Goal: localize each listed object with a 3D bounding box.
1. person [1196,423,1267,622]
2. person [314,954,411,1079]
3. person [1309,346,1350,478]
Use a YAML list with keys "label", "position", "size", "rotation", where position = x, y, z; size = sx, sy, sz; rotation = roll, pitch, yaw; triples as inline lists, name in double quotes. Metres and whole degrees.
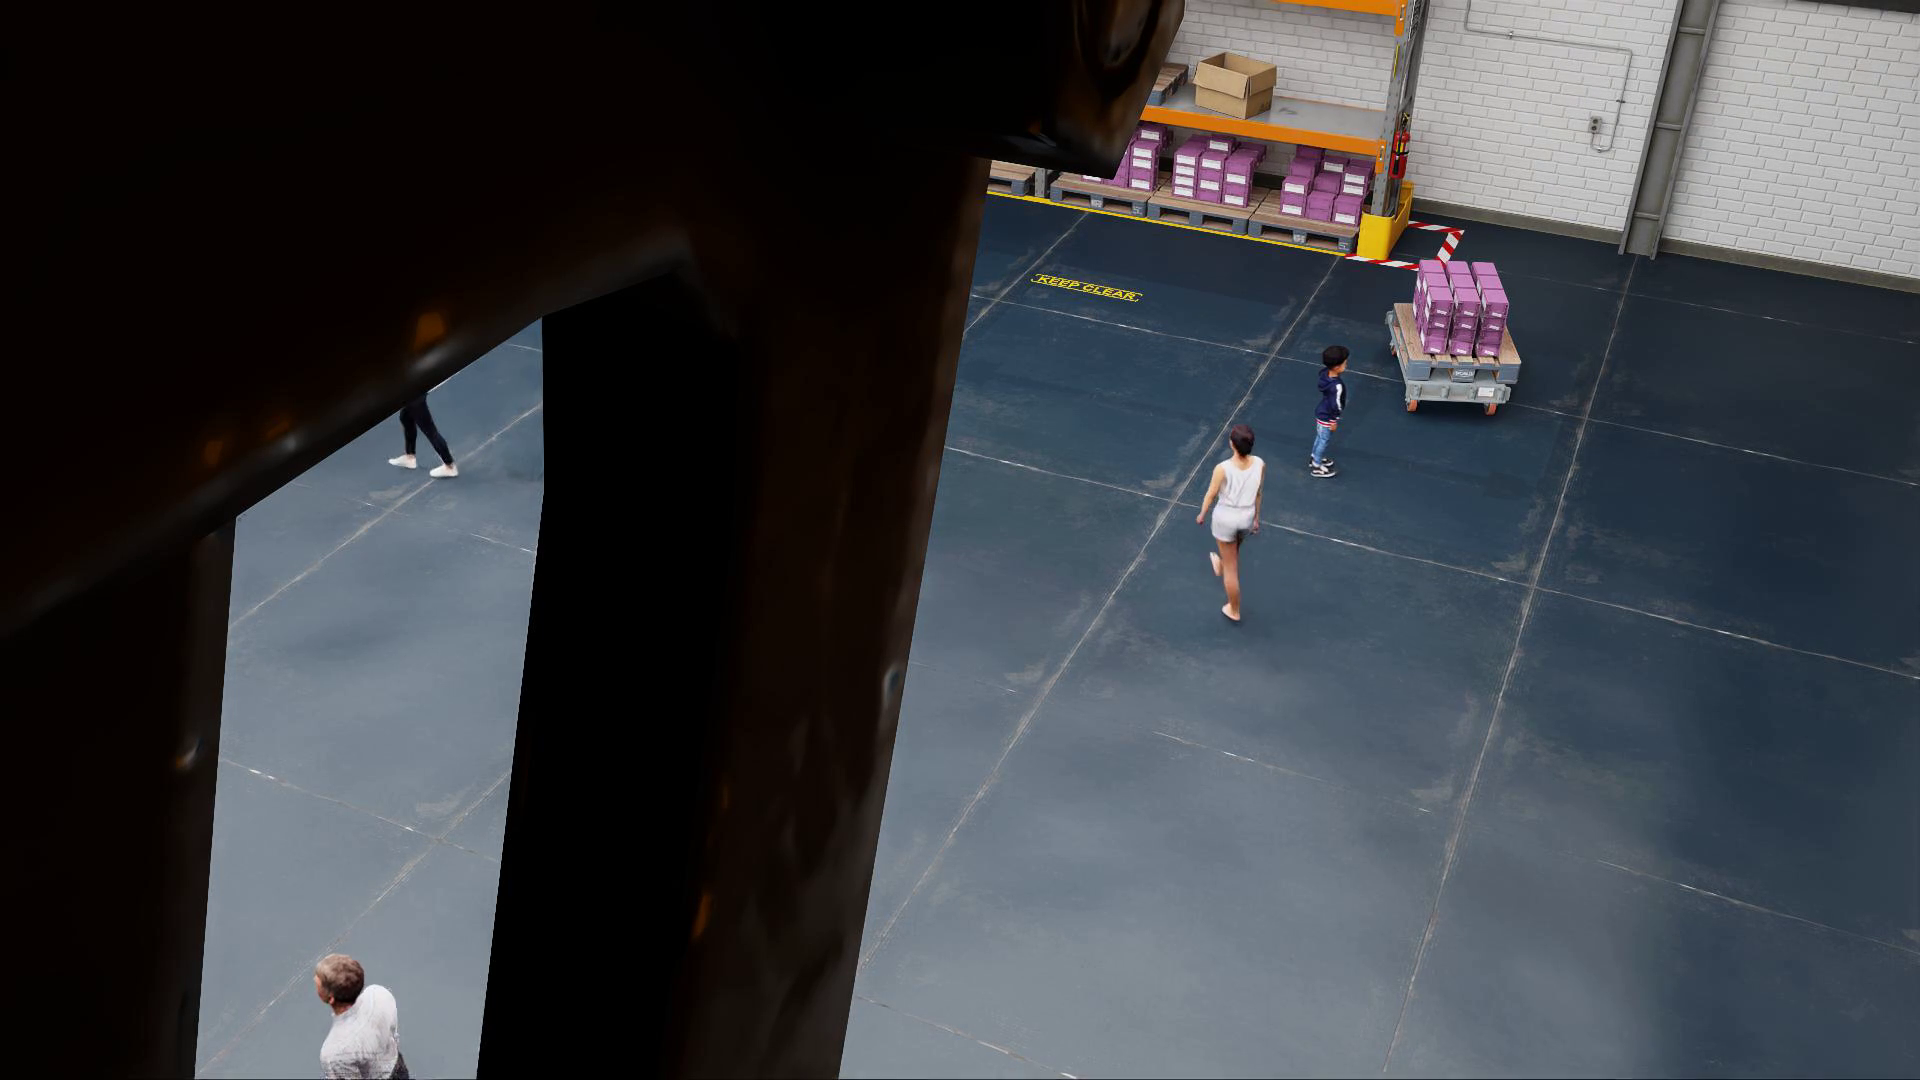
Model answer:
- label: "person"
  position: [2.088, -0.101, 12.493]
  size: [1.017, 1.578, 1.045]
  rotation: [-10, 35, -14]
- label: "person"
  position: [-2.784, 2.697, 8.077]
  size: [0.948, 1.806, 0.751]
  rotation: [8, 34, 12]
- label: "person"
  position: [3.177, -1.119, 14.347]
  size: [0.576, 1.221, 0.577]
  rotation: [1, 34, 2]
